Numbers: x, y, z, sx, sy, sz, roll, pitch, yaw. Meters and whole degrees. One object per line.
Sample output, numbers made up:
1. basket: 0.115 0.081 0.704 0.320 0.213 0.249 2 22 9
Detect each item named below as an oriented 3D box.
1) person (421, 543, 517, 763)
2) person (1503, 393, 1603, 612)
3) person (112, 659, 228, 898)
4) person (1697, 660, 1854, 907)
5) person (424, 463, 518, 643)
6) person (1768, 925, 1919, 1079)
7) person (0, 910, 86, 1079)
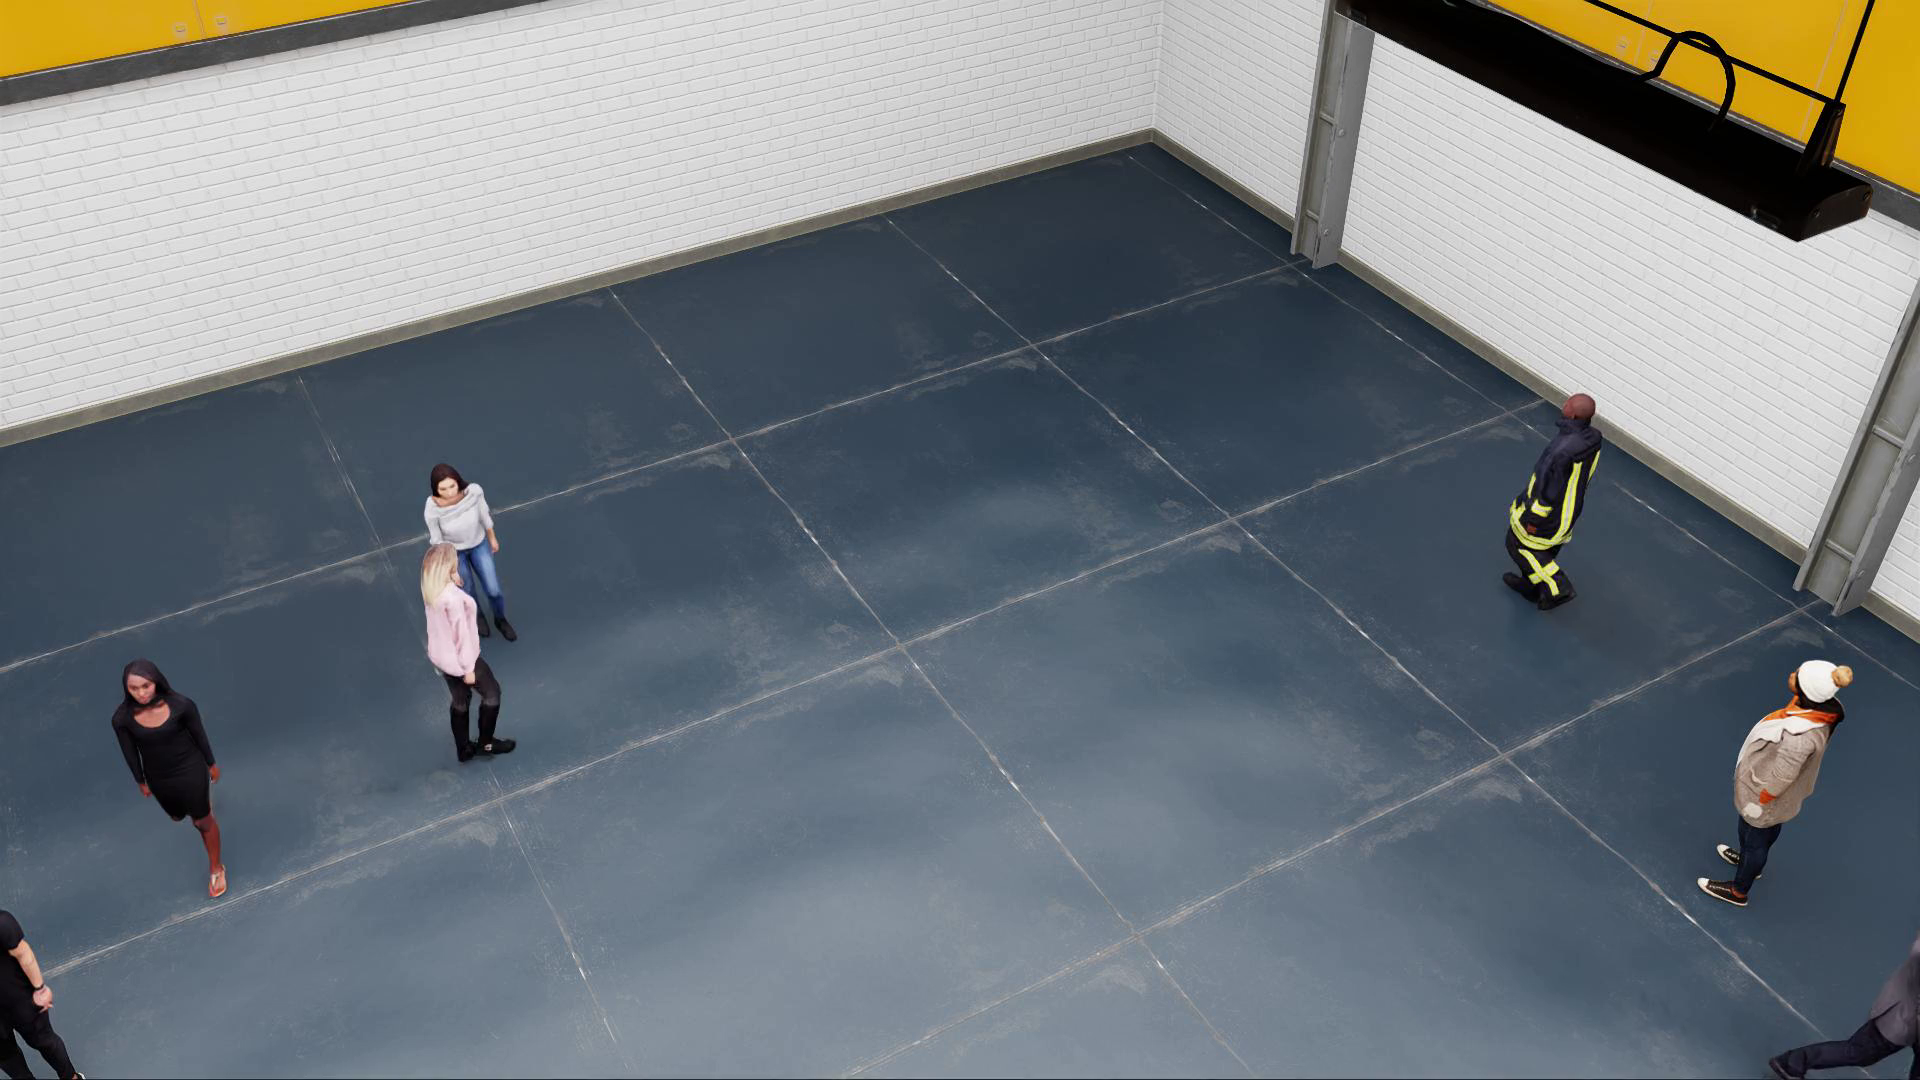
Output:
1. person: -3.320 0.789 10.718 0.752 1.662 0.611 -25 45 -28
2. person: 4.313 -0.234 11.876 0.839 1.815 0.977 -29 47 -31
3. person: -4.703 1.342 9.992 0.760 1.704 1.043 -12 40 -14
4. person: 4.831 1.398 9.772 0.786 1.890 0.779 27 46 29
5. person: -3.508 0.043 11.696 0.611 1.608 0.641 -23 44 -26
6. person: 4.828 2.406 8.584 1.298 1.798 0.980 27 46 30
7. person: -4.983 2.355 8.594 0.749 1.865 0.690 -8 39 -10
